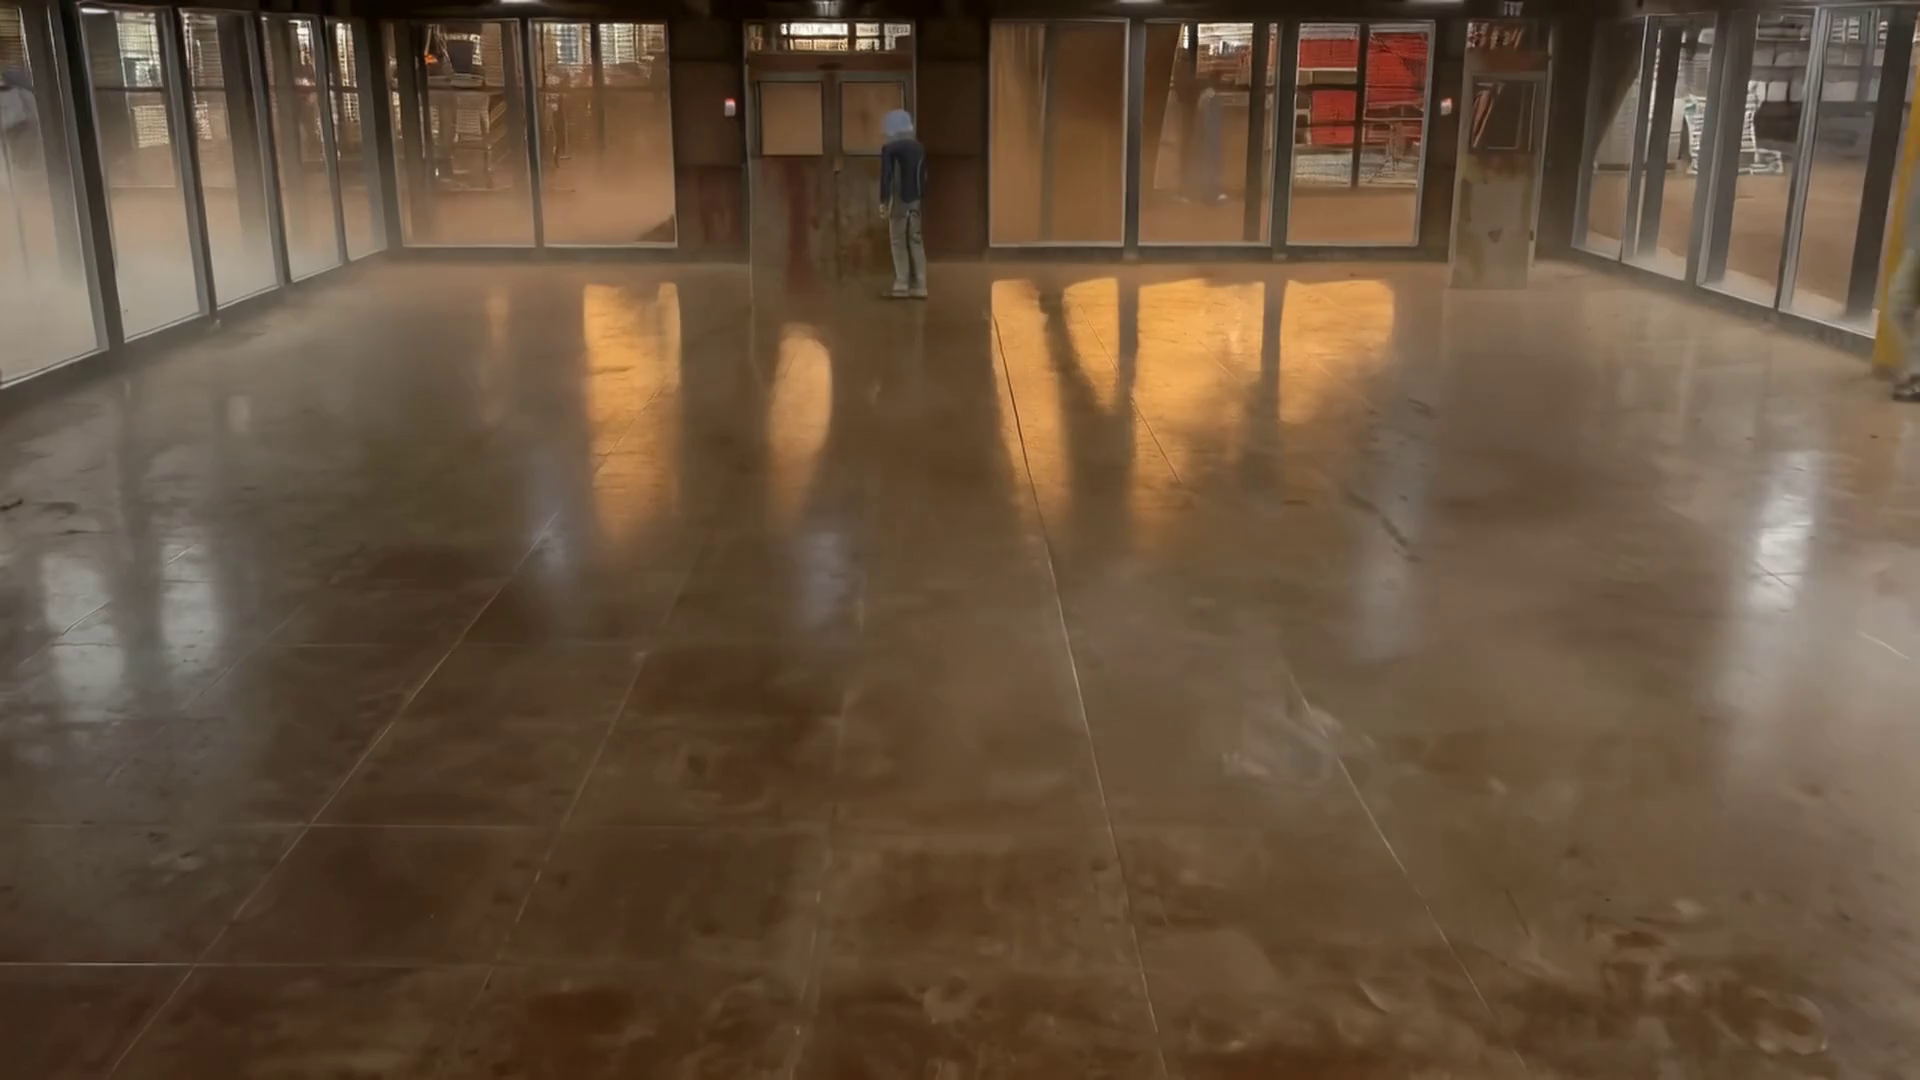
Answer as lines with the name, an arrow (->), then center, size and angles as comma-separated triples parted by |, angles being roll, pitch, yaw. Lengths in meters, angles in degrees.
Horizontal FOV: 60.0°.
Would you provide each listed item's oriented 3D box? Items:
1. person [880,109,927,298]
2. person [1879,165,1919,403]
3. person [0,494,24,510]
person -> -0.501, -2.953, 14.650 | 0.282, 1.628, 0.498 | 15, 22, 42
person -> 5.946, -1.769, 10.163 | 0.459, 1.879, 0.697 | 5, 17, 17
person -> -4.939, -0.947, 7.486 | 0.937, 1.828, 0.546 | -15, 22, -40
